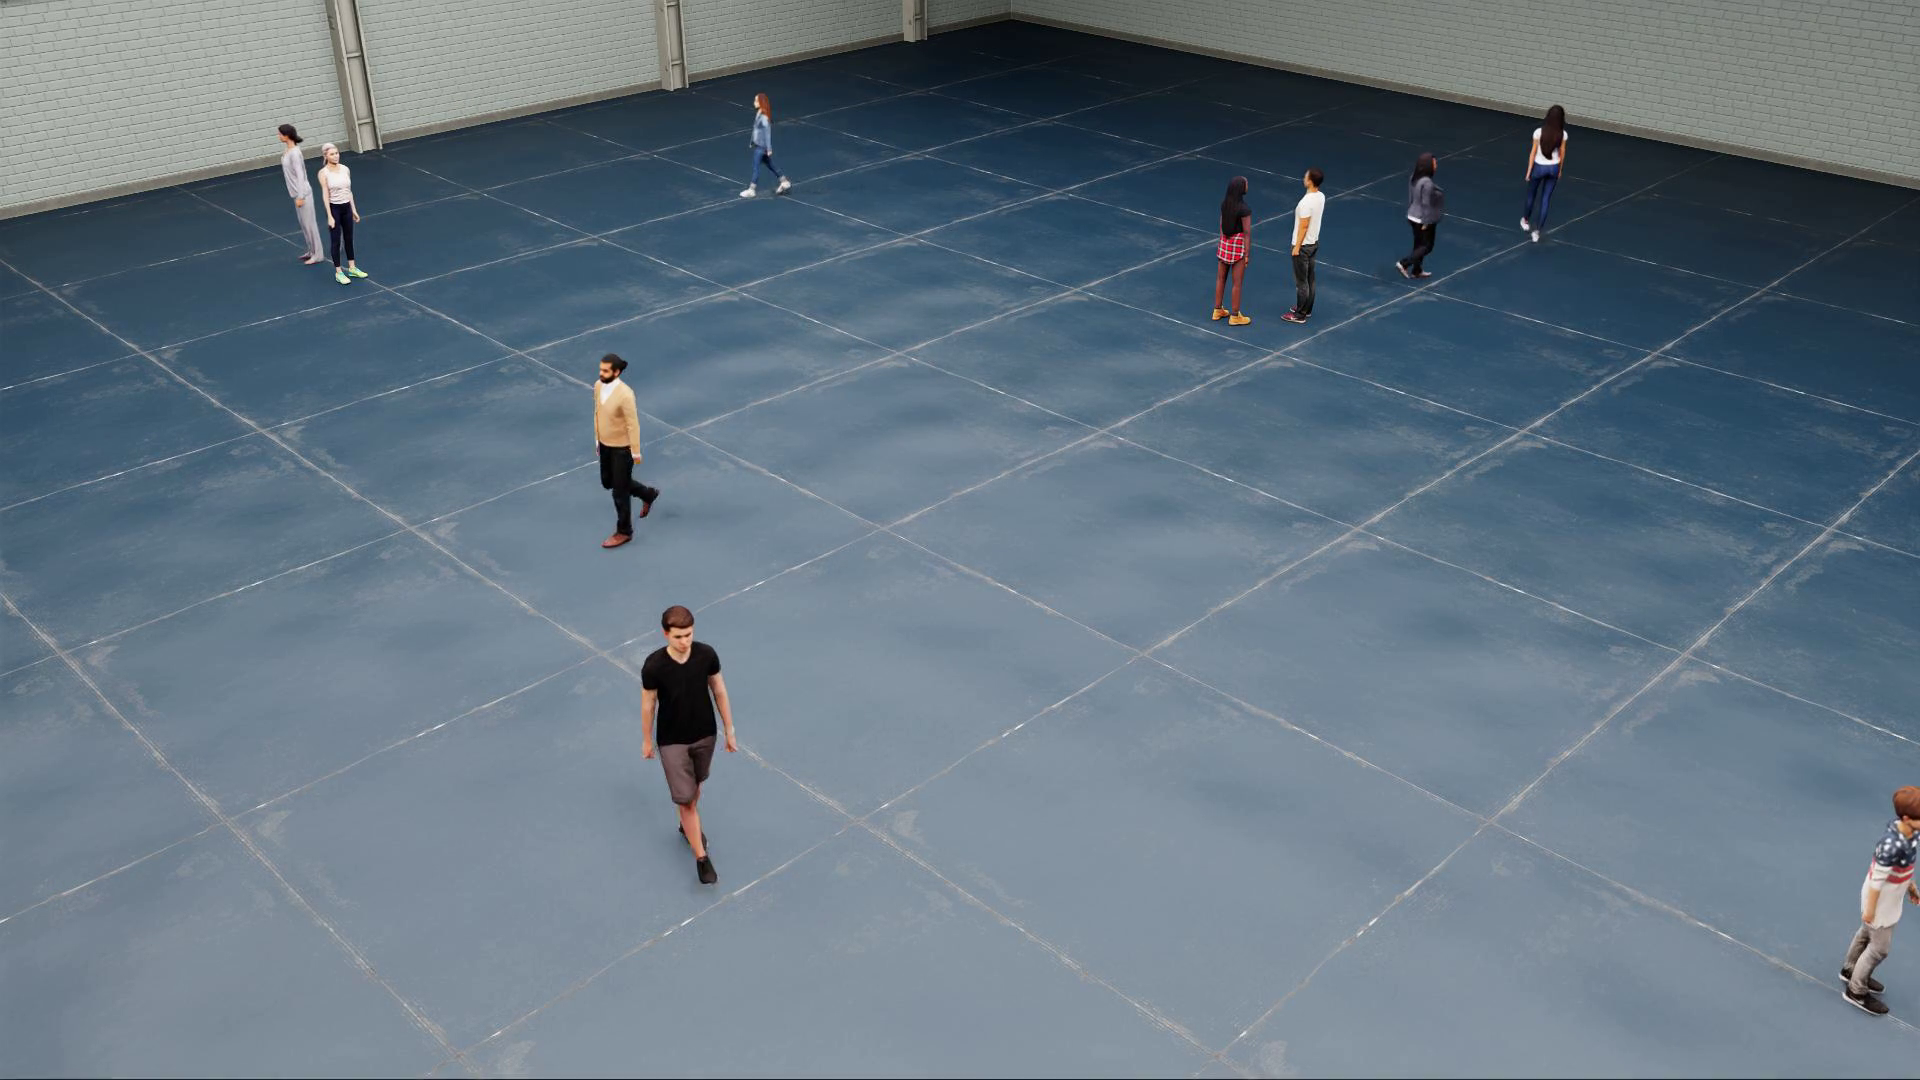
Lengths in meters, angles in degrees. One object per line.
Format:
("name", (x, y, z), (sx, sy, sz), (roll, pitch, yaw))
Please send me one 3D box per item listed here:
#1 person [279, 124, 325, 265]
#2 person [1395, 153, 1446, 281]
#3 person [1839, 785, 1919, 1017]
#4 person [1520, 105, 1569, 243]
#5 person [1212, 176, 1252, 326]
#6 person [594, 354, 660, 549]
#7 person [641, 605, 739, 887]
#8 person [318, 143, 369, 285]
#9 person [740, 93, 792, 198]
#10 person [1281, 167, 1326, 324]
("person", (-8.344, -4.399, 21.076), (0.610, 1.773, 0.639), (-14, 31, -25))
("person", (5.619, -3.959, 20.449), (0.955, 1.584, 0.880), (-5, 28, -9))
("person", (5.219, 1.979, 9.460), (0.614, 1.434, 0.510), (21, 35, 34))
("person", (7.679, -4.775, 21.803), (0.929, 1.753, 1.042), (5, 28, 9))
("person", (3.147, -3.338, 19.130), (0.623, 1.729, 0.627), (-20, 34, -33))
("person", (-2.900, -0.819, 14.389), (0.639, 1.740, 0.912), (24, 37, 38))
("person", (-1.759, 1.179, 10.533), (1.048, 1.837, 0.935), (-15, 32, -26))
("person", (-7.649, -4.043, 20.483), (0.708, 1.702, 0.547), (17, 32, 28))
("person", (-2.741, -5.628, 23.726), (1.075, 1.451, 0.874), (-8, 29, -14))
("person", (4.004, -3.419, 19.201), (0.741, 1.805, 0.547), (17, 32, 28))
